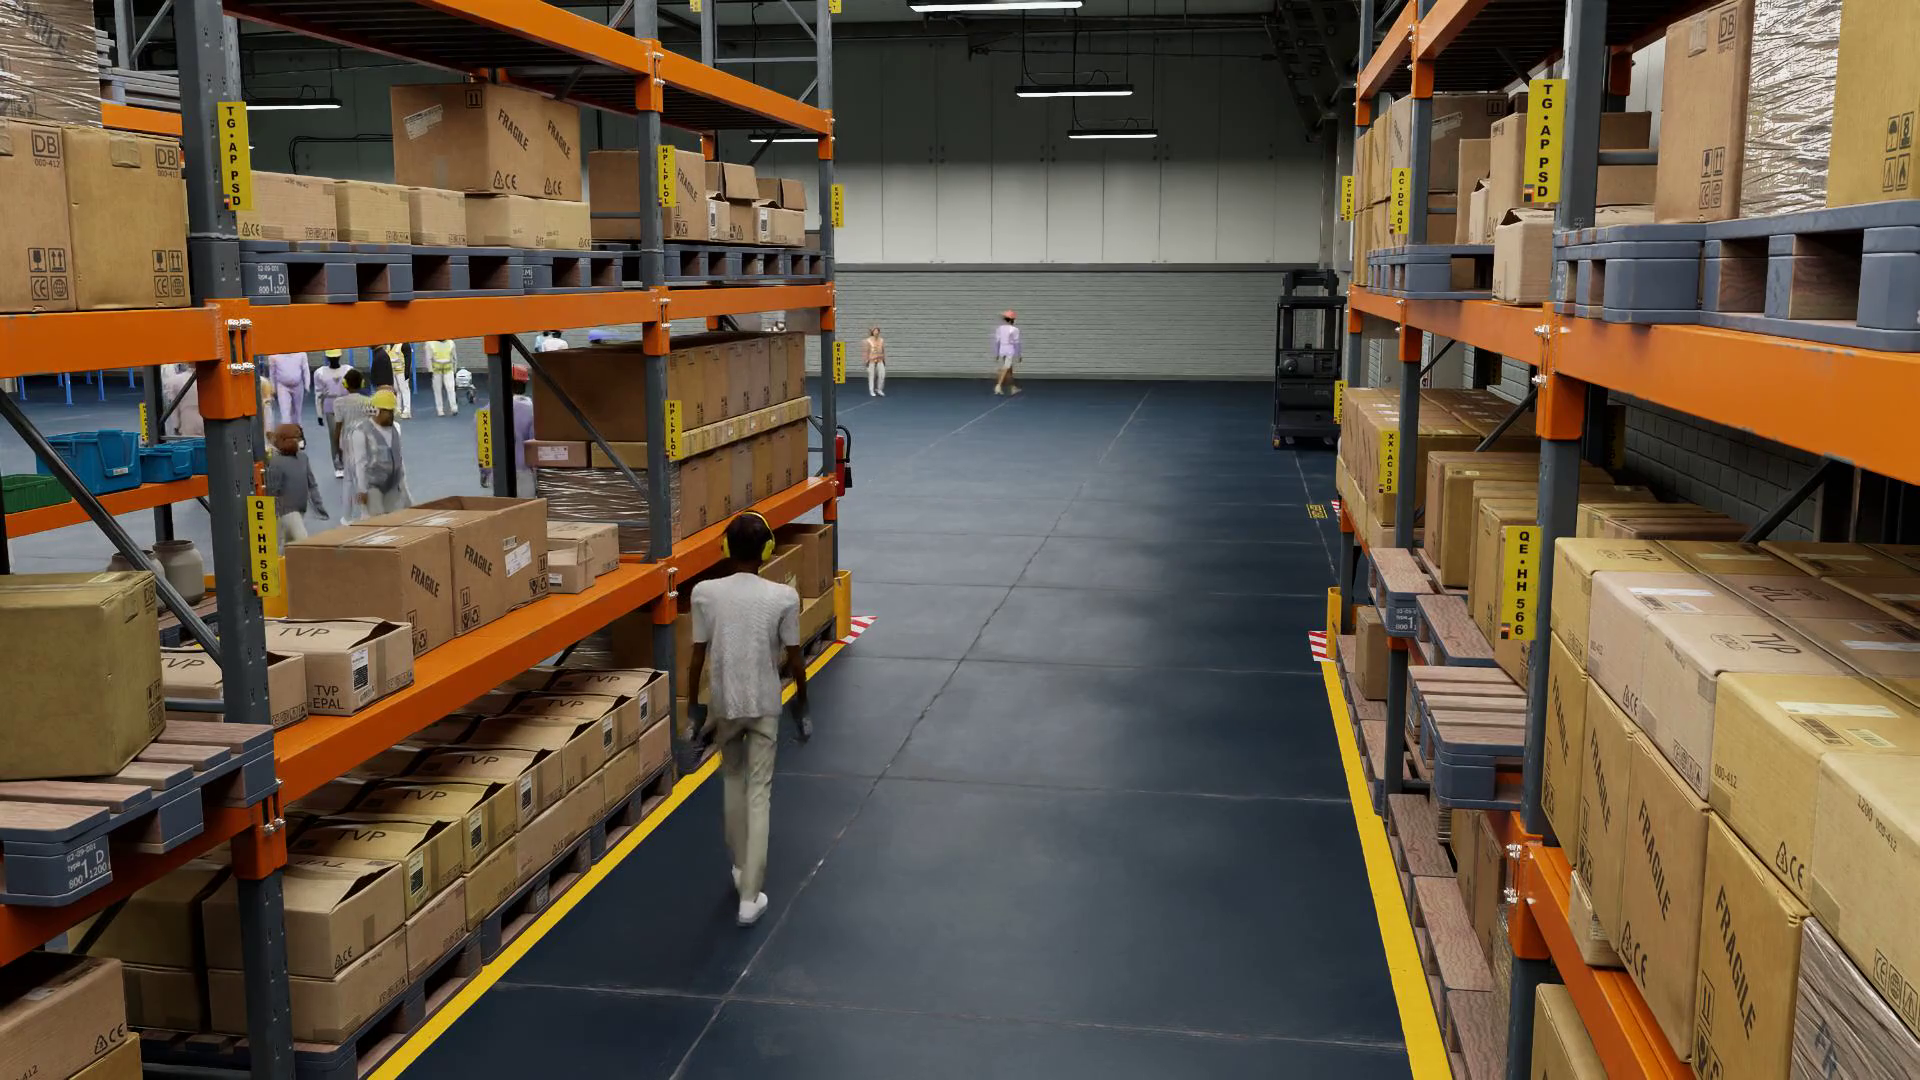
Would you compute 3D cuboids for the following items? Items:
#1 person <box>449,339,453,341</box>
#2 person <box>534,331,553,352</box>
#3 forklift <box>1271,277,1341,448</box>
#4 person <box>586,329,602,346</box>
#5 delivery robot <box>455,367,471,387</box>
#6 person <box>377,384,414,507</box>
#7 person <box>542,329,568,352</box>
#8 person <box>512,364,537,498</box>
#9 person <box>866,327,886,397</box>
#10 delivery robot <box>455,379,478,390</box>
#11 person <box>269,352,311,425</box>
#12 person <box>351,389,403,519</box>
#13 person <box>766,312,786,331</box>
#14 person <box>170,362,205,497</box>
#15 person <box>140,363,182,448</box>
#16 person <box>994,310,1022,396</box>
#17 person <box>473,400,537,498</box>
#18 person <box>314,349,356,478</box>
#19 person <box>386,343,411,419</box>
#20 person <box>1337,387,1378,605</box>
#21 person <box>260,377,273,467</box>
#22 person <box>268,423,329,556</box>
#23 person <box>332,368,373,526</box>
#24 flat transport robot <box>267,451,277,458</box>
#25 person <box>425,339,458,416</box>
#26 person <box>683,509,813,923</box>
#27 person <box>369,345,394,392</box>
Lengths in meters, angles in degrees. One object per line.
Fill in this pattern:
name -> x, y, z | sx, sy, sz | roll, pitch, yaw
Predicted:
person -> -13.180, -4.798, 42.678 | 0.340, 1.620, 0.535 | 6, 11, 34
person -> -9.939, -4.354, 39.867 | 0.538, 1.643, 0.903 | 2, 9, 14
forklift -> 5.847, -3.016, 27.970 | 1.129, 2.768, 1.873 | 1, 9, 9
person -> -6.191, -2.684, 28.744 | 0.891, 1.921, 0.610 | 8, 12, 41
delivery robot -> -12.265, -4.023, 41.044 | 0.477, 0.478, 0.707 | -2, 10, -12
person -> -6.729, -1.025, 19.524 | 0.508, 1.592, 0.883 | 3, 10, 17
person -> -7.792, -3.248, 32.170 | 0.549, 1.933, 0.373 | 3, 10, 17
person -> -4.749, -0.921, 17.853 | 0.577, 1.922, 0.487 | 6, 11, 31
person -> -1.937, -4.130, 38.553 | 0.550, 1.619, 0.559 | -6, 11, -31
delivery robot -> -10.879, -3.436, 36.620 | 0.335, 0.223, 0.698 | -9, 13, -44
person -> -11.480, -2.606, 28.545 | 0.636, 1.848, 1.002 | -6, 11, -32
person -> -5.601, -0.558, 16.022 | 0.562, 1.803, 0.599 | 5, 10, 26
person -> -3.932, -3.958, 36.356 | 0.704, 2.000, 0.663 | -3, 10, -16
person -> -9.871, -1.510, 21.610 | 0.662, 1.883, 0.672 | -4, 10, -22
person -> -13.164, -2.440, 27.664 | 0.602, 1.799, 0.879 | 8, 12, 41
person -> 1.097, -4.377, 38.974 | 0.628, 2.003, 1.039 | 8, 12, 42
person -> -4.442, -0.667, 16.400 | 0.635, 1.905, 0.521 | -2, 9, -11
person -> -8.781, -1.832, 23.506 | 0.629, 1.906, 0.450 | -4, 10, -25
person -> -11.149, -3.334, 32.995 | 0.625, 1.843, 0.430 | 7, 11, 35
person -> 3.410, -0.288, 13.817 | 0.613, 1.965, 0.361 | -3, 10, -18
person -> -9.052, -1.484, 21.348 | 0.547, 1.919, 0.658 | 3, 10, 15
person -> -5.944, -0.249, 14.733 | 0.850, 1.595, 0.514 | 1, 9, 8
person -> -6.758, -0.998, 18.613 | 0.543, 1.825, 0.918 | -6, 11, -31
flat transport robot -> -11.085, -1.302, 25.424 | 0.652, 0.197, 1.431 | 1, 9, 3
person -> -10.345, -3.352, 33.290 | 0.611, 1.790, 0.921 | -4, 10, -25
person -> -0.957, 0.768, 7.666 | 0.563, 1.843, 0.772 | 1, 9, 4
person -> -9.389, -2.415, 26.912 | 0.420, 1.985, 0.612 | -3, 10, -17
